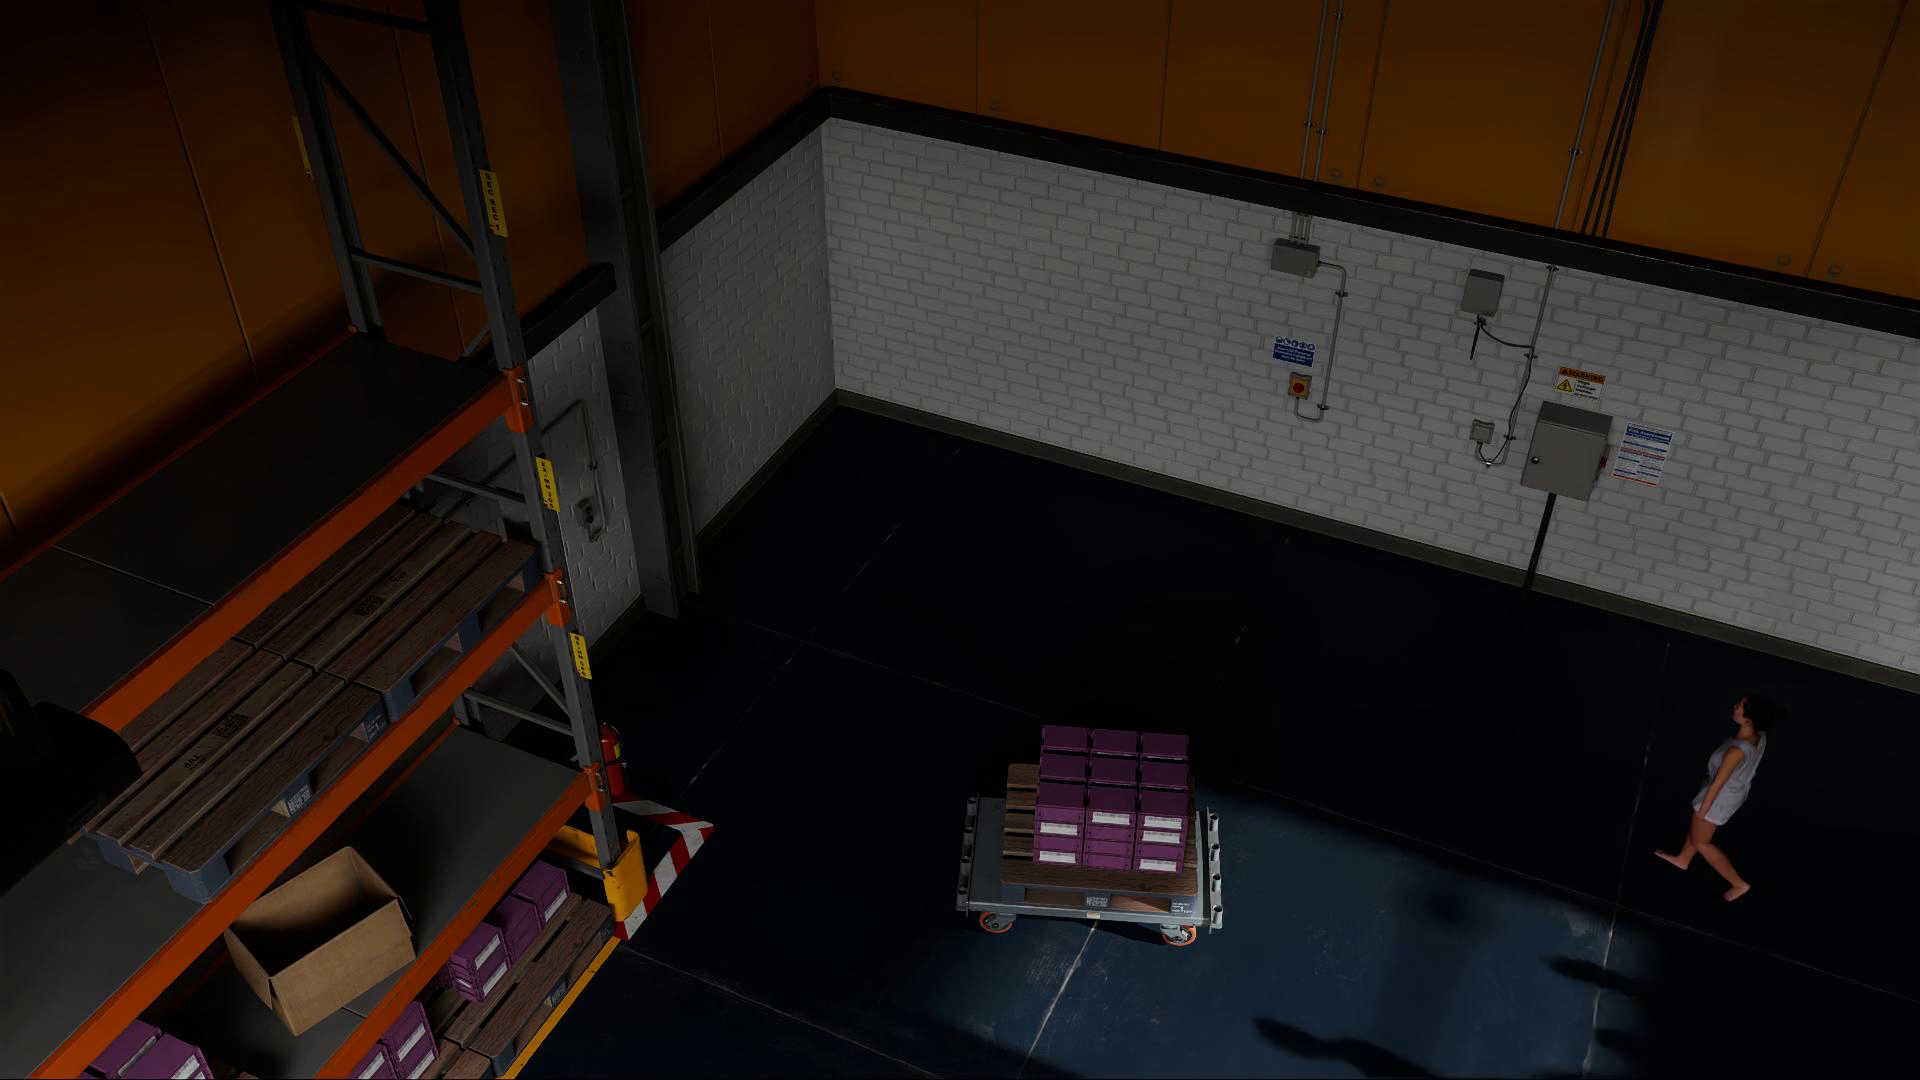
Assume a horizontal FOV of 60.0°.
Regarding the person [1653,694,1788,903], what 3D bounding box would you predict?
[{"bbox_3d":[4.832,1.620,10.385,0.794,1.597,0.870,31,48,33],"label":"person"}]
